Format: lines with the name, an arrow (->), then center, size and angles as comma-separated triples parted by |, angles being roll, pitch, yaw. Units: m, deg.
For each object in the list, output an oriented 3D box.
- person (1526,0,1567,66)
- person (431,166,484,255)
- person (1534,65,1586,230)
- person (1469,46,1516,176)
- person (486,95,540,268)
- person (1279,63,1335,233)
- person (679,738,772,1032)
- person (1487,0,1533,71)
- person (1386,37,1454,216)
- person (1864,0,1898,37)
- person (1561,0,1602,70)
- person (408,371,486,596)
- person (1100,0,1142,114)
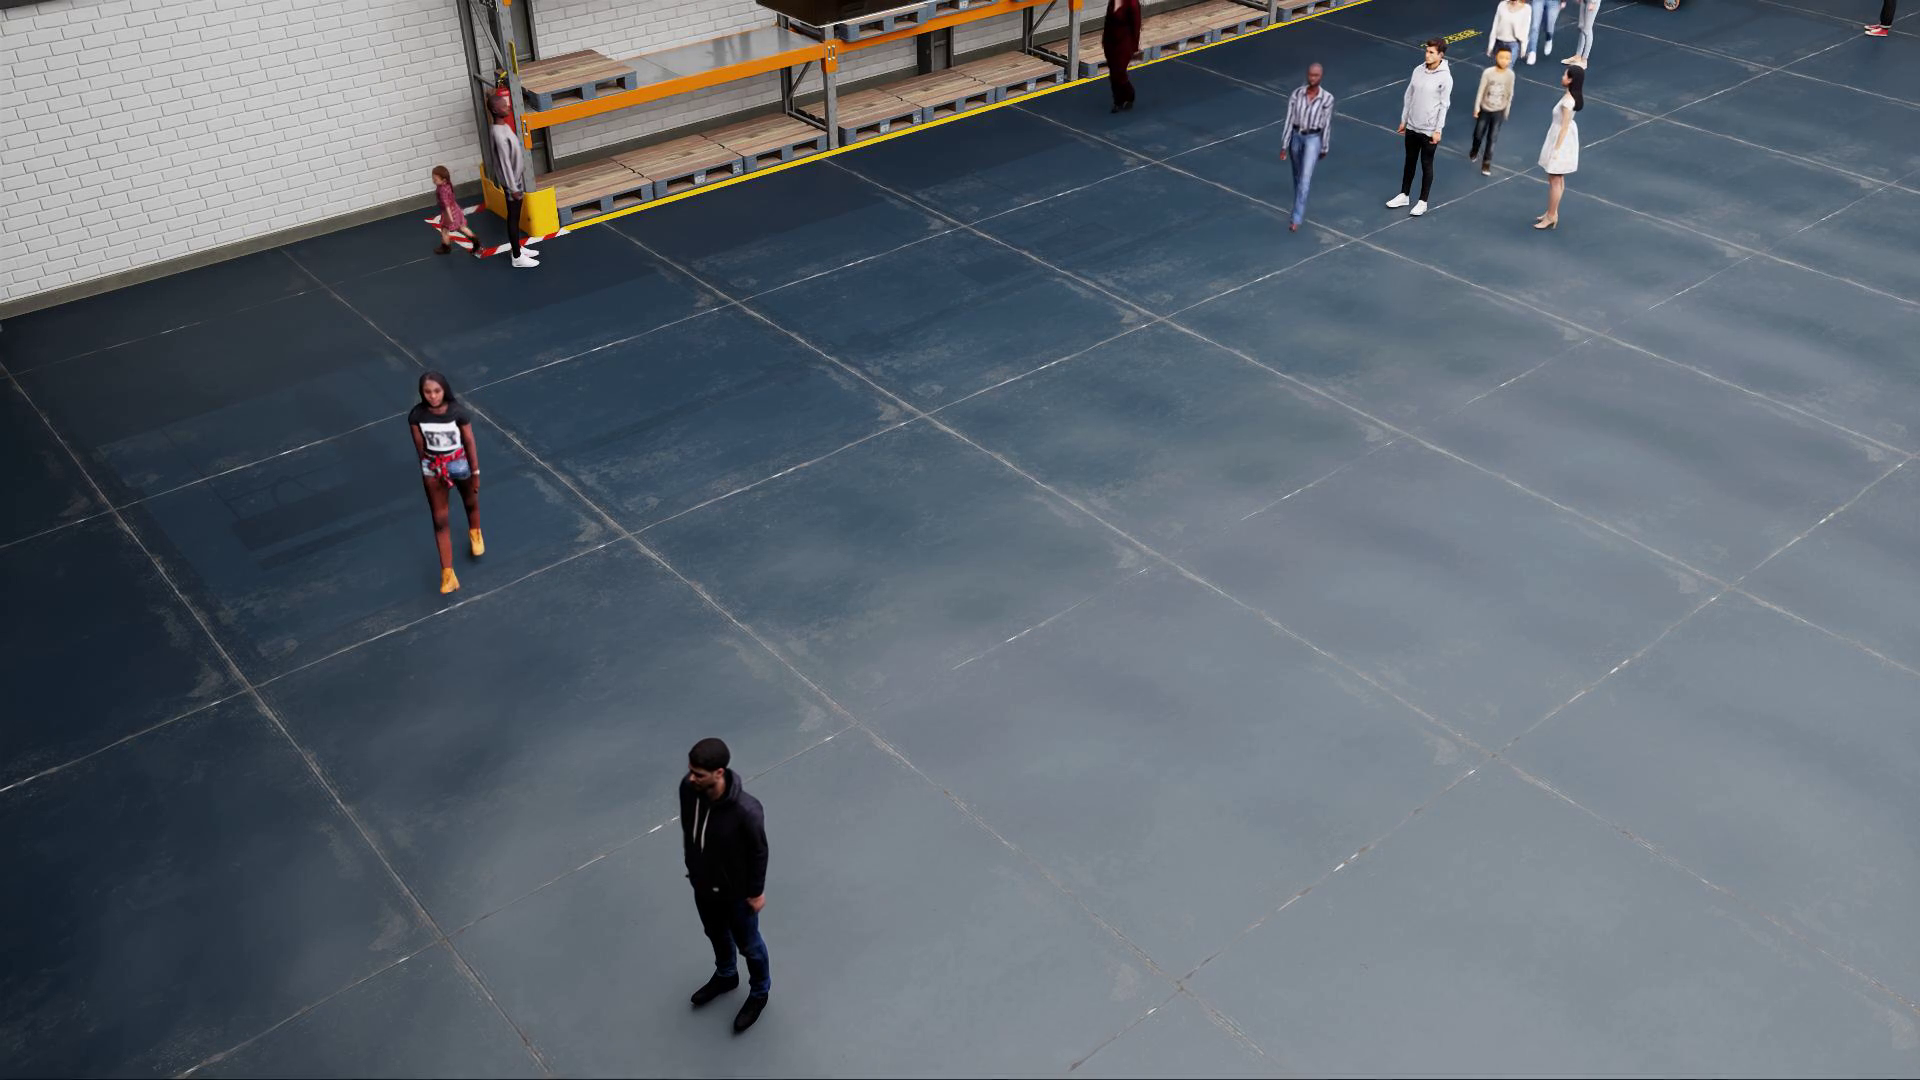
person -> 7.986, -7.314, 22.589 | 0.780, 1.625, 0.859 | 19, 38, 26
person -> -5.262, -3.425, 17.299 | 0.786, 1.004, 0.702 | 2, 34, 3
person -> 6.411, -4.188, 17.752 | 0.801, 1.774, 0.696 | 17, 37, 24
person -> 6.154, -5.006, 19.268 | 0.783, 1.458, 0.849 | 4, 34, 6
person -> -4.604, -3.669, 16.973 | 0.696, 1.772, 0.695 | -6, 34, -10
person -> 3.703, -4.244, 17.868 | 0.984, 1.738, 1.261 | 14, 36, 19
person -> -1.217, 1.761, 8.693 | 0.735, 1.894, 0.665 | 21, 39, 28
person -> 6.865, -6.165, 20.836 | 0.807, 1.652, 1.207 | 22, 39, 29
person -> 5.058, -4.521, 18.111 | 0.593, 1.930, 0.686 | -27, 42, -34
person -> 13.322, -8.085, 23.626 | 0.844, 1.761, 0.718 | 13, 36, 18
person -> 8.465, -7.248, 22.337 | 0.699, 1.794, 0.672 | -3, 34, -4
person -> -3.766, -0.524, 12.329 | 1.186, 1.675, 1.035 | -6, 34, -9
person -> 2.071, -6.205, 20.810 | 0.685, 1.748, 0.687 | -21, 39, -29
